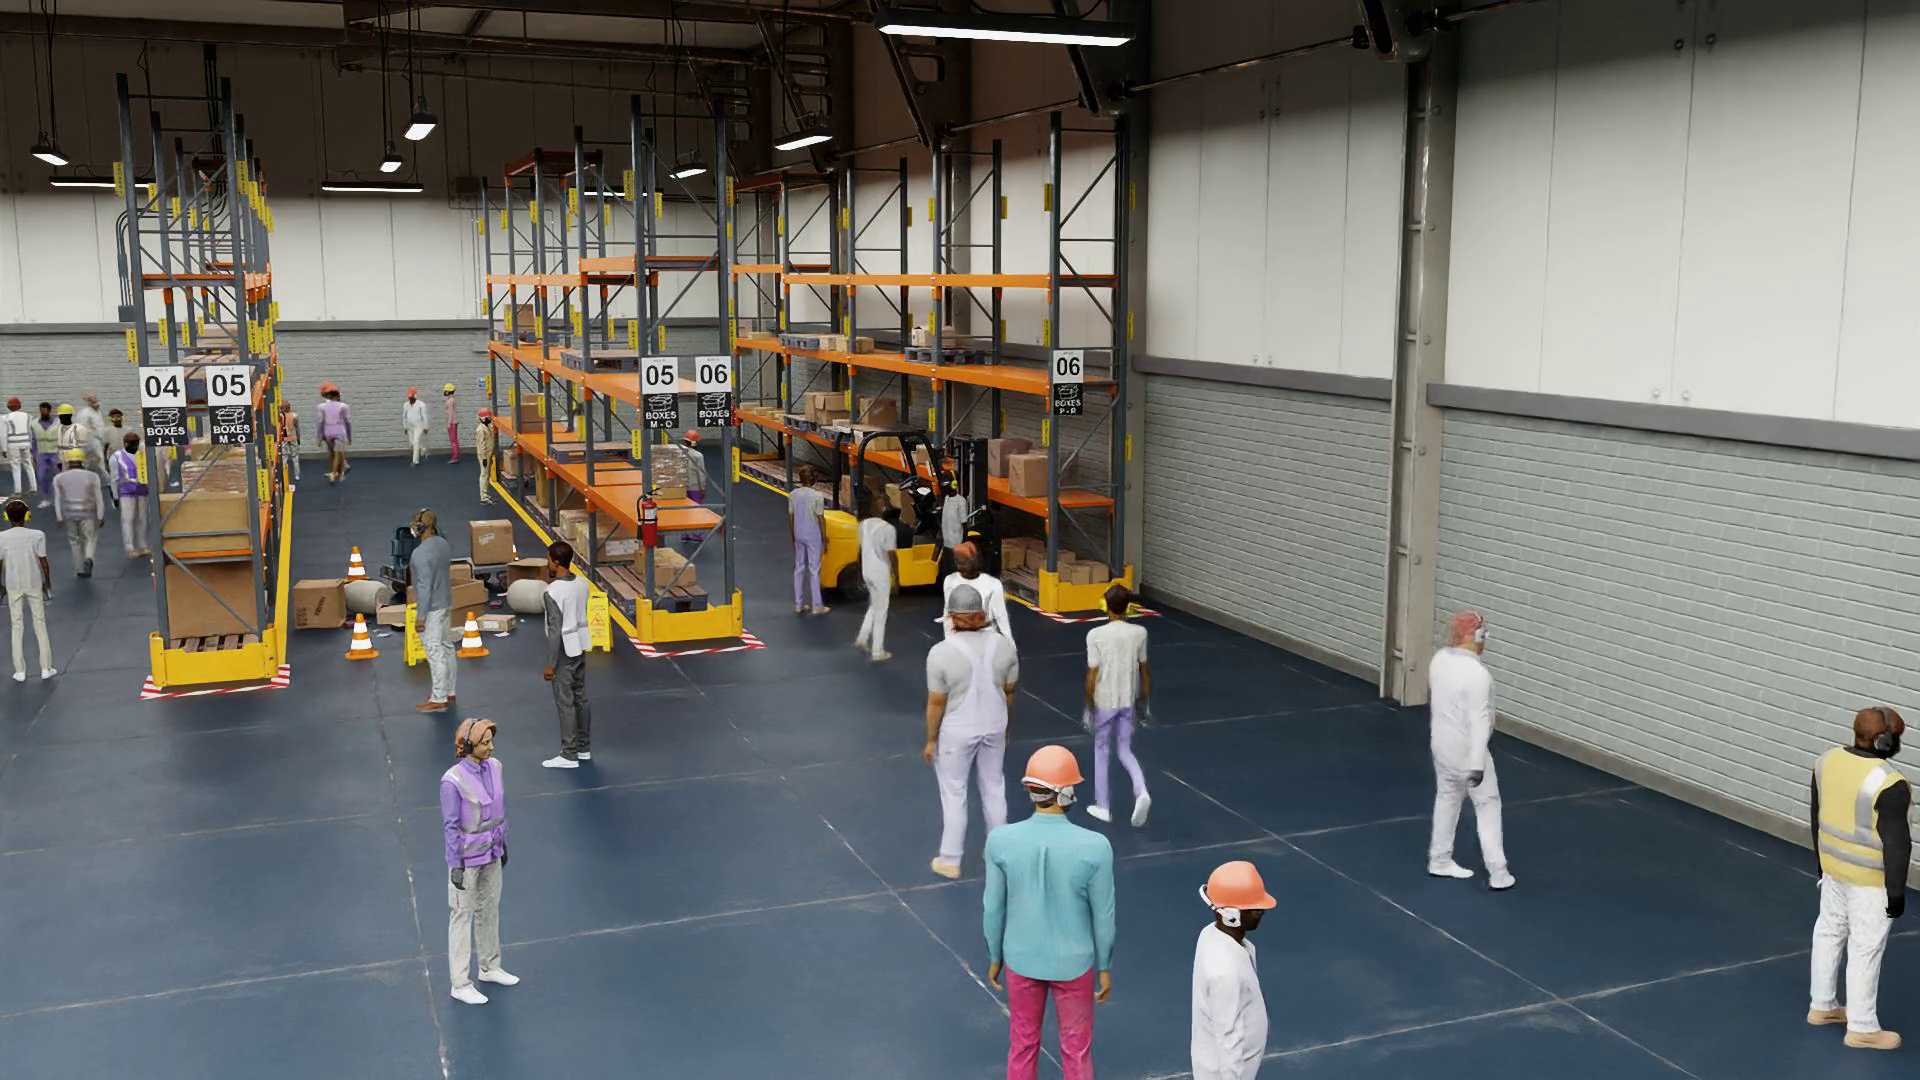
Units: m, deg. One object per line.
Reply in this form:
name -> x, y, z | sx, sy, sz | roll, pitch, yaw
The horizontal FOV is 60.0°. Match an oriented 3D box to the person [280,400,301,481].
person -> -13.527, -1.994, 33.458 | 0.514, 1.641, 0.307 | -6, 11, -35

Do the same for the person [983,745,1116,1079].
person -> 0.415, 1.927, 7.672 | 0.613, 1.991, 0.392 | 2, 9, 14

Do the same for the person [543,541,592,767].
person -> -3.308, 0.957, 14.007 | 0.382, 1.918, 0.597 | 2, 9, 14

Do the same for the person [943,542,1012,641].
person -> 0.164, 0.937, 14.346 | 0.714, 1.859, 0.618 | 3, 10, 20

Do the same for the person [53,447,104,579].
person -> -11.930, -0.340, 22.533 | 0.591, 1.812, 0.616 | -3, 10, -19

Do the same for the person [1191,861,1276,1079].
person -> 1.120, 2.171, 6.879 | 0.327, 1.753, 0.563 | 1, 9, 4

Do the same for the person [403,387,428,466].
person -> -11.856, -2.488, 36.293 | 0.569, 1.730, 0.685 | 3, 9, 18

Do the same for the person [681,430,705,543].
person -> -4.154, -0.833, 25.792 | 0.564, 1.751, 0.342 | 6, 11, 34

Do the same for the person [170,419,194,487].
person -> -15.352, -1.886, 32.914 | 0.501, 1.593, 0.842 | 4, 10, 24

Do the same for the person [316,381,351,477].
person -> -12.824, -2.252, 33.968 | 0.445, 2.005, 0.660 | 0, 9, 2

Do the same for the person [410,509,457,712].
person -> -5.007, 0.666, 15.774 | 0.375, 1.939, 0.628 | 1, 9, 5

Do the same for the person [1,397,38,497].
person -> -17.596, -1.737, 31.103 | 0.347, 1.880, 0.583 | 5, 10, 30

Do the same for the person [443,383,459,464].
person -> -11.215, -2.564, 36.636 | 0.307, 1.772, 0.526 | -2, 9, -9

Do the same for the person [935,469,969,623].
person -> -0.080, 0.093, 19.603 | 0.309, 1.868, 0.535 | -4, 10, -26

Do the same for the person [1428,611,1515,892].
person -> 3.486, 1.411, 11.251 | 0.569, 1.882, 0.650 | -2, 9, -15

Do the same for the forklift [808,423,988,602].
forklift -> -0.830, -0.399, 21.676 | 2.313, 2.155, 1.214 | -4, 10, -21

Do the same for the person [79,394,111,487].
person -> -16.770, -1.893, 32.190 | 0.914, 1.842, 0.608 | -5, 10, -28

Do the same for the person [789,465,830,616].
person -> -1.841, 0.002, 20.251 | 0.507, 1.846, 0.345 | 4, 10, 26

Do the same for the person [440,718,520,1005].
person -> -2.763, 1.816, 9.513 | 0.311, 1.632, 0.516 | 3, 10, 21

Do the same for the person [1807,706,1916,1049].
person -> 4.873, 1.796, 8.974 | 0.429, 1.839, 0.634 | -2, 9, -11

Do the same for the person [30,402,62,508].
person -> -16.233, -1.512, 29.617 | 0.616, 1.890, 0.717 | -2, 9, -11

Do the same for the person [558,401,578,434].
person -> -7.460, -1.818, 32.006 | 0.540, 1.748, 0.451 | 1, 9, 9

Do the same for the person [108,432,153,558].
person -> -12.158, -0.668, 24.496 | 0.429, 1.840, 0.634 | 7, 11, 37

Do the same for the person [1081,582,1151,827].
person -> 1.184, 1.252, 12.434 | 0.539, 1.848, 0.678 | -3, 10, -19

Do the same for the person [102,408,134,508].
person -> -14.640, -1.386, 28.995 | 0.518, 1.848, 0.634 | -7, 11, -36

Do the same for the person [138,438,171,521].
person -> -13.708, -1.155, 28.320 | 0.512, 1.605, 0.803 | -3, 10, -20

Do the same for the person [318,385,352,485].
person -> -12.387, -2.076, 32.930 | 0.619, 1.993, 1.024 | -1, 9, -5

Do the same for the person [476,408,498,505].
person -> -8.565, -1.521, 30.117 | 0.330, 1.751, 0.564 | -1, 9, -6

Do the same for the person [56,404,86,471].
person -> -15.359, -1.385, 28.713 | 0.585, 1.929, 0.370 | 4, 10, 22

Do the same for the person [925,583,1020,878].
person -> 0.041, 1.296, 11.492 | 0.687, 2.000, 0.536 | -5, 10, -27

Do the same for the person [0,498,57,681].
person -> -9.558, 0.508, 16.986 | 0.512, 1.873, 0.329 | -5, 10, -26

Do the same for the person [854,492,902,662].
person -> -0.860, 0.406, 17.758 | 0.532, 1.829, 0.404 | 9, 12, 43
